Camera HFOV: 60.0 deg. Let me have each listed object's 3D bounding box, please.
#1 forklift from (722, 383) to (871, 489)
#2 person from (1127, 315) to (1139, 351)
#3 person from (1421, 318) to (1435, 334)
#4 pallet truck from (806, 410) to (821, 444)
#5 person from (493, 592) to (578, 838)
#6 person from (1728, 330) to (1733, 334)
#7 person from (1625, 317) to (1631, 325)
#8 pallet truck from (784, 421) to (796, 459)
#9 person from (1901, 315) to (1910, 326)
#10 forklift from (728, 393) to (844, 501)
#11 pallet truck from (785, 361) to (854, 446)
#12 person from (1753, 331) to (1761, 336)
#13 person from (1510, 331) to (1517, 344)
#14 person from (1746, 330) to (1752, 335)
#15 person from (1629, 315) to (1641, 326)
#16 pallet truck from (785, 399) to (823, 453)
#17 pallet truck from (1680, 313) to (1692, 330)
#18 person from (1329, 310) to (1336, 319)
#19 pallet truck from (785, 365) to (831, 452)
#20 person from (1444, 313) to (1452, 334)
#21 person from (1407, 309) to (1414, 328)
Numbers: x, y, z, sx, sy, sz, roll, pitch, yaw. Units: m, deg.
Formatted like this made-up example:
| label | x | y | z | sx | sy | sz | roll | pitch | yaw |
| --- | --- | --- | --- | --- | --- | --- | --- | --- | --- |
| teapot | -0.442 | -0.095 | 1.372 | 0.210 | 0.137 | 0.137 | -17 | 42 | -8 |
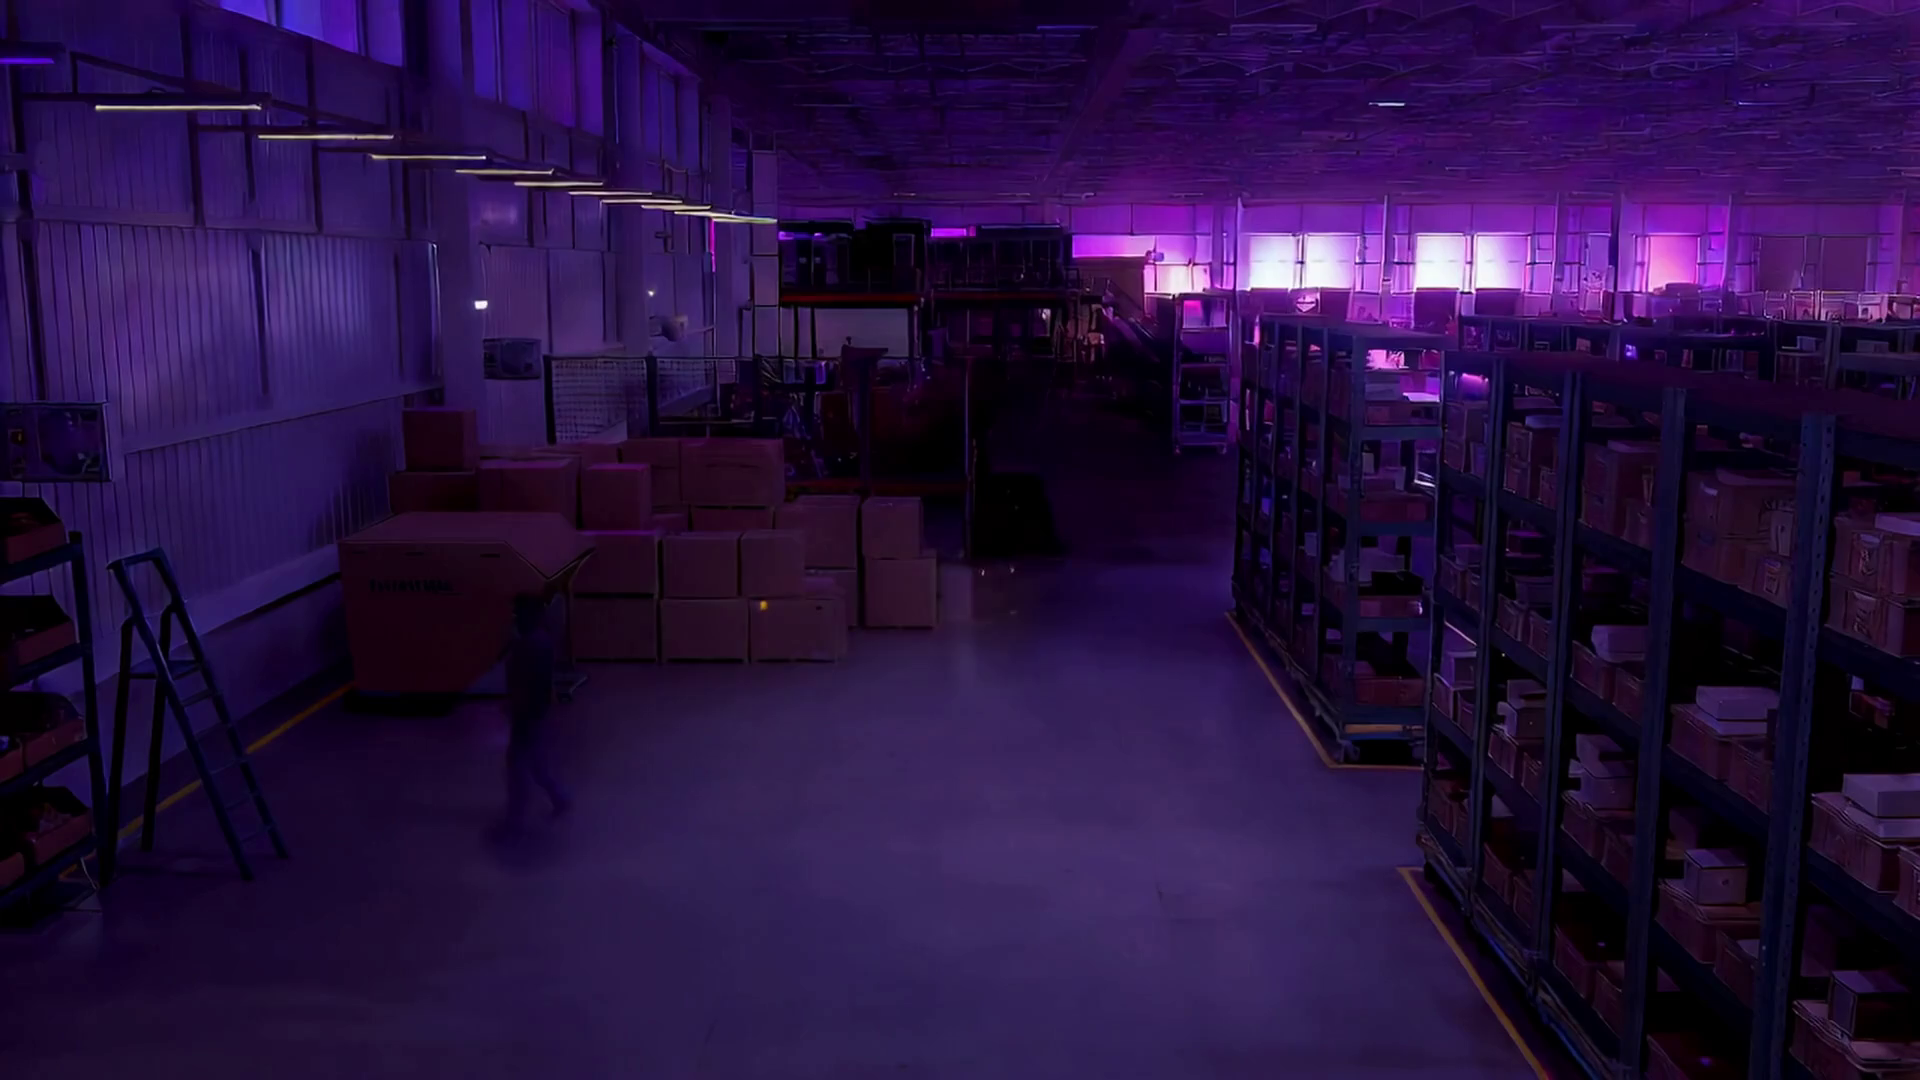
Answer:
| label | x | y | z | sx | sy | sz | roll | pitch | yaw |
| --- | --- | --- | --- | --- | --- | --- | --- | --- | --- |
| forklift | -2.893 | -1.687 | 28.729 | 2.680 | 1.987 | 1.157 | 0 | 9 | -1 |
| person | 8.864 | -10.557 | 84.898 | 0.624 | 1.840 | 0.429 | 5 | 11 | 30 |
| person | 21.413 | -9.193 | 76.236 | 0.672 | 1.913 | 1.008 | 0 | 9 | -2 |
| pallet truck | -3.559 | -2.018 | 33.905 | 1.522 | 1.261 | 0.704 | 0 | 9 | -1 |
| person | -3.139 | 1.252 | 12.157 | 0.639 | 1.804 | 0.646 | -5 | 11 | -29 |
| person | 27.221 | -6.452 | 58.947 | 0.592 | 2.000 | 0.705 | 2 | 9 | 10 |
| person | 31.249 | -9.472 | 77.966 | 0.597 | 1.915 | 0.399 | 7 | 11 | 35 |
| pallet truck | -4.013 | -1.793 | 32.705 | 1.601 | 1.201 | 0.680 | 0 | 9 | 1 |
| person | 47.917 | -10.443 | 84.100 | 0.665 | 1.885 | 0.956 | 6 | 11 | 34 |
| forklift | -2.979 | -1.316 | 26.476 | 2.680 | 1.987 | 1.157 | 0 | 9 | 1 |
| pallet truck | -3.410 | -3.193 | 38.978 | 1.885 | 1.965 | 0.823 | 0 | 9 | -1 |
| person | 38.140 | -9.635 | 79.641 | 0.535 | 1.697 | 0.318 | -7 | 12 | -37 |
| person | 21.584 | -7.278 | 64.626 | 0.423 | 1.851 | 0.505 | 6 | 11 | 33 |
| person | 37.077 | -9.430 | 78.311 | 0.897 | 1.722 | 0.538 | 0 | 9 | 1 |
| person | 34.499 | -10.581 | 85.028 | 0.619 | 1.845 | 0.430 | 4 | 10 | 24 |
| pallet truck | -3.814 | -2.432 | 36.419 | 1.630 | 1.274 | 0.653 | 0 | 9 | 1 |
| pallet truck | 36.315 | -10.531 | 84.244 | 0.823 | 1.965 | 1.885 | -6 | 11 | -33 |
| person | 20.788 | -11.955 | 93.357 | 0.983 | 1.883 | 0.566 | 8 | 12 | 42 |
| pallet truck | -3.774 | -2.976 | 37.635 | 1.885 | 1.965 | 0.823 | 1 | 9 | 5 |
| person | 25.176 | -10.763 | 85.869 | 0.419 | 1.939 | 0.601 | -2 | 9 | -13 |
| person | 25.624 | -12.197 | 94.772 | 0.394 | 1.920 | 0.586 | 8 | 12 | 42 |
